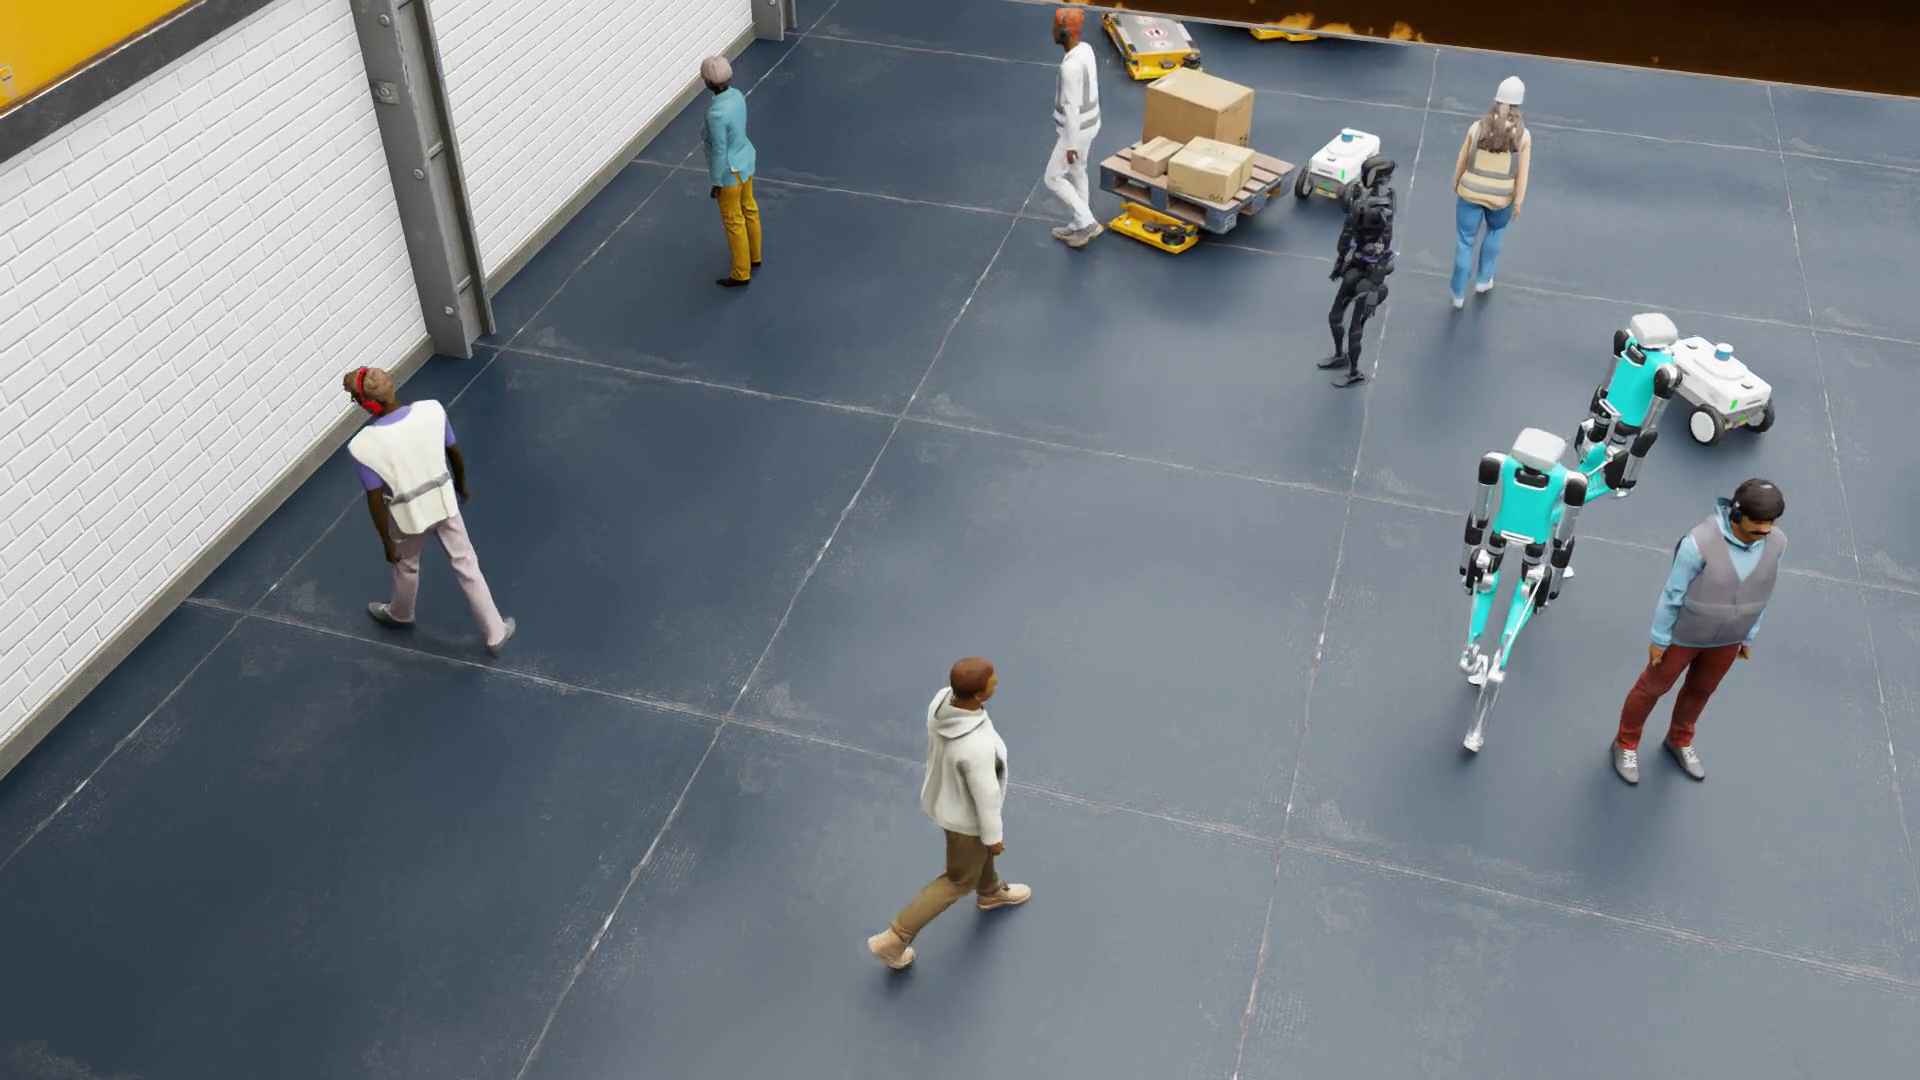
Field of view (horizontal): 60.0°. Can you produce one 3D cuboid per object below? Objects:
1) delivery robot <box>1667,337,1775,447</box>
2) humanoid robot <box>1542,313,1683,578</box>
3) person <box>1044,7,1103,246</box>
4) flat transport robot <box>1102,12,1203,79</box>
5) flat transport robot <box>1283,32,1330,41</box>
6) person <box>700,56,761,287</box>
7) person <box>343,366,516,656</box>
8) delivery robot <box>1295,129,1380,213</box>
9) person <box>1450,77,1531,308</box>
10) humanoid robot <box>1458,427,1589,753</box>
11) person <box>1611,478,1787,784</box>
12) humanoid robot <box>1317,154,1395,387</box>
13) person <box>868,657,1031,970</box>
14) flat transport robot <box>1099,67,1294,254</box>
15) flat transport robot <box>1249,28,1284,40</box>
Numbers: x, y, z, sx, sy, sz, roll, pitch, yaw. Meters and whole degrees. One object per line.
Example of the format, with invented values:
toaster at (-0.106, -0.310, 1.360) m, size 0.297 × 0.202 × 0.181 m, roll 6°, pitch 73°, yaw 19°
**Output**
delivery robot at (5.003, -1.024, 11.040) m, size 0.499 × 0.582 × 0.773 m, roll -14°, pitch 41°, yaw -17°
humanoid robot at (3.487, -0.412, 9.403) m, size 0.745 × 1.854 × 0.540 m, roll -8°, pitch 39°, yaw -10°
person at (0.862, -3.104, 12.590) m, size 0.416 × 1.865 × 0.594 m, roll 11°, pitch 40°, yaw 13°
flat transport robot at (1.833, -4.796, 15.969) m, size 0.659 × 0.231 × 1.431 m, roll -5°, pitch 39°, yaw -7°
flat transport robot at (3.777, -5.227, 16.506) m, size 1.431 × 0.231 × 0.659 m, roll -11°, pitch 40°, yaw -14°
person at (-1.690, -2.688, 12.164) m, size 0.346 × 1.751 × 0.525 m, roll 11°, pitch 40°, yaw 13°
person at (-2.928, -0.171, 9.003) m, size 0.599 × 1.794 × 0.824 m, roll -30°, pitch 48°, yaw -32°
delivery robot at (3.117, -3.046, 13.574) m, size 0.499 × 0.606 × 0.807 m, roll 24°, pitch 45°, yaw 27°
person at (3.805, -2.519, 11.980) m, size 0.499 × 1.705 × 0.582 m, roll 12°, pitch 40°, yaw 15°
humanoid robot at (2.743, 0.318, 8.479) m, size 0.545 × 1.779 × 1.016 m, roll 18°, pitch 42°, yaw 21°
person at (3.643, 0.436, 8.185) m, size 0.538 × 1.871 × 0.414 m, roll -4°, pitch 39°, yaw -5°
humanoid robot at (2.676, -1.779, 11.089) m, size 0.344 × 1.652 × 0.598 m, roll -10°, pitch 40°, yaw -12°
person at (-0.045, 1.199, 7.345) m, size 0.815 × 1.740 × 0.533 m, roll -14°, pitch 41°, yaw -17°
flat transport robot at (1.894, -2.733, 13.404) m, size 0.659 × 0.231 × 1.431 m, roll 29°, pitch 47°, yaw 31°
flat transport robot at (3.004, -5.411, 16.735) m, size 0.659 × 0.231 × 1.431 m, roll -11°, pitch 40°, yaw -14°
